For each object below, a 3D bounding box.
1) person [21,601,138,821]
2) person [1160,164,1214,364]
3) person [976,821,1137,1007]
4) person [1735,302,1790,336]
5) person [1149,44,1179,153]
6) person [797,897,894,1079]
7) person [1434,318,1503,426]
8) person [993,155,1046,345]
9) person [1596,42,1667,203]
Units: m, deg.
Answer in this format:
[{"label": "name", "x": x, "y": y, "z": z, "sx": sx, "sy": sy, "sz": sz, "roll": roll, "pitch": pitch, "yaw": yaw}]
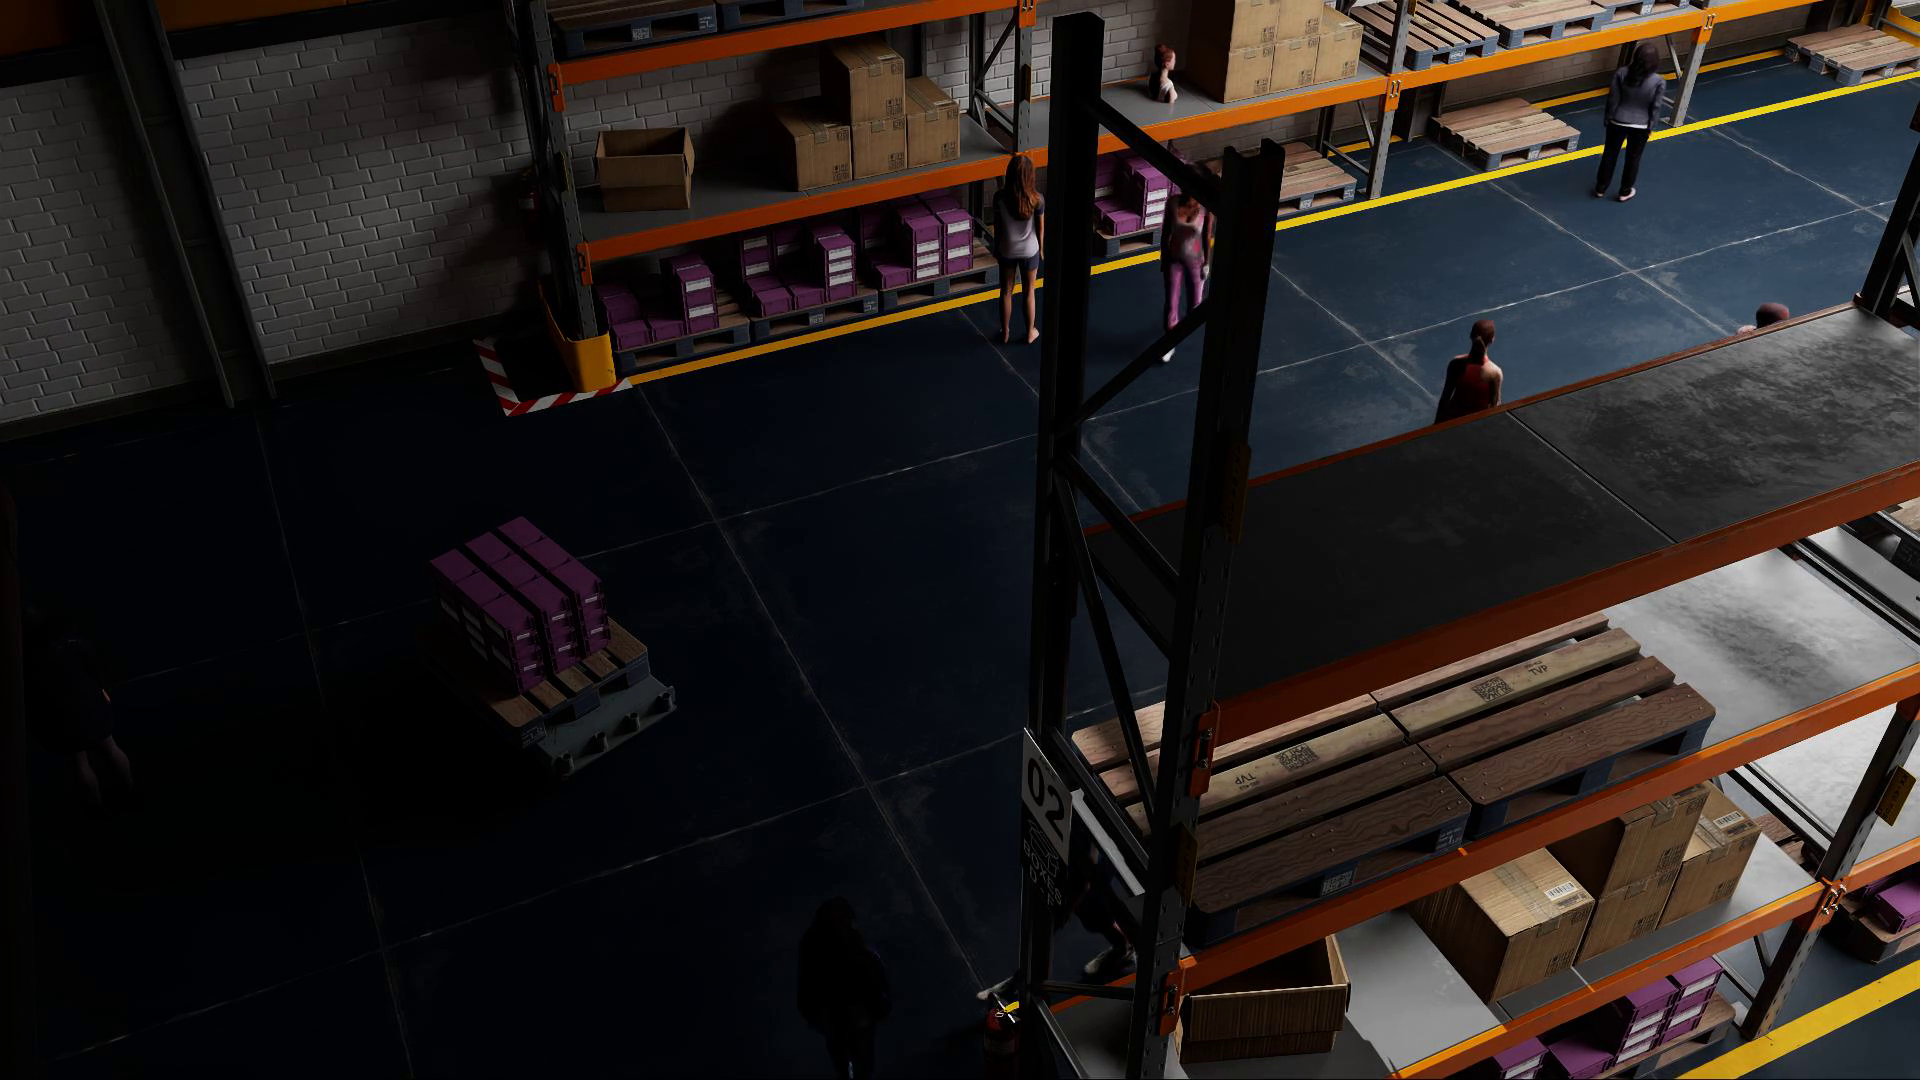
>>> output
[{"label": "person", "x": -5.280, "y": 1.002, "z": 9.850, "sx": 0.714, "sy": 1.675, "sz": 0.823, "roll": -32, "pitch": 48, "yaw": -34}, {"label": "person", "x": 1.918, "y": -2.369, "z": 14.032, "sx": 0.960, "sy": 1.724, "sz": 0.993, "roll": 10, "pitch": 40, "yaw": 13}, {"label": "person", "x": 0.716, "y": 1.777, "z": 8.765, "sx": 1.214, "sy": 1.818, "sz": 0.692, "roll": -19, "pitch": 42, "yaw": -22}, {"label": "person", "x": 5.597, "y": -0.921, "z": 12.188, "sx": 1.259, "sy": 1.763, "sz": 1.098, "roll": 5, "pitch": 39, "yaw": 7}, {"label": "person", "x": 1.866, "y": -3.861, "z": 15.845, "sx": 0.501, "sy": 1.793, "sz": 0.552, "roll": -15, "pitch": 41, "yaw": -18}, {"label": "person", "x": -0.575, "y": 2.395, "z": 8.165, "sx": 0.989, "sy": 1.602, "sz": 0.921, "roll": 0, "pitch": 39, "yaw": 0}, {"label": "person", "x": 3.608, "y": -0.754, "z": 12.015, "sx": 0.907, "sy": 1.718, "sz": 1.135, "roll": 26, "pitch": 45, "yaw": 29}, {"label": "person", "x": 0.496, "y": -2.456, "z": 14.134, "sx": 0.651, "sy": 1.733, "sz": 0.744, "roll": 5, "pitch": 39, "yaw": 7}, {"label": "person", "x": 6.573, "y": -4.106, "z": 16.309, "sx": 0.797, "sy": 1.597, "sz": 0.831, "roll": 21, "pitch": 43, "yaw": 24}]
